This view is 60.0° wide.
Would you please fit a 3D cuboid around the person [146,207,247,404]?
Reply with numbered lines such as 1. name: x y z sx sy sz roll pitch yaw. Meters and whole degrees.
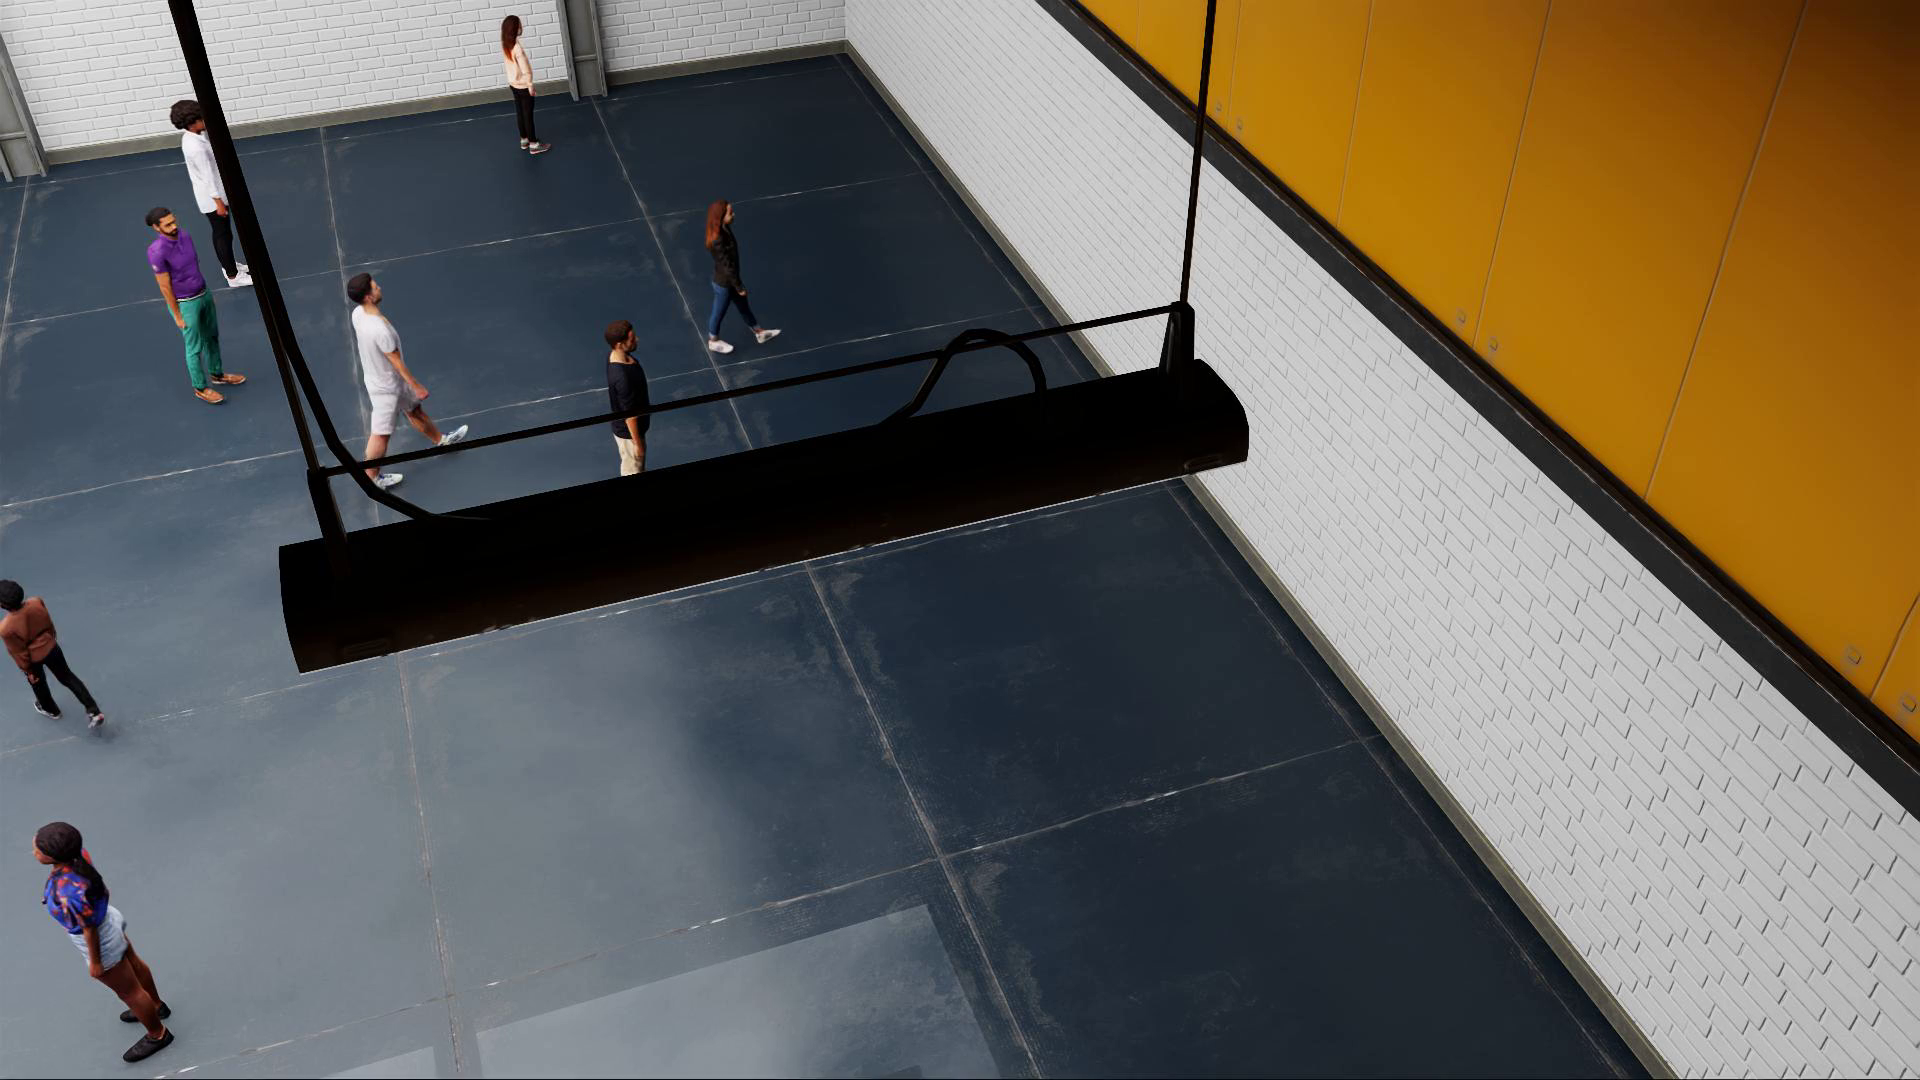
1. person: -6.465 -2.000 13.945 0.729 1.765 0.707 7 39 9

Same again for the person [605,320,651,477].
1. person: -2.479 -0.839 12.423 0.535 1.851 0.636 -11 40 -14

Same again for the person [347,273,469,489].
1. person: -4.531 -1.173 12.871 1.252 1.813 0.878 -23 44 -26

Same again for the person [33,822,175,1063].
1. person: -4.548 2.104 8.826 0.515 1.741 0.589 -14 41 -17

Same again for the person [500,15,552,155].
1. person: -4.690 -4.874 17.770 0.623 1.482 0.633 -28 47 -31

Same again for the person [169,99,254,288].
1. person: -6.955 -3.225 15.443 0.589 1.809 0.642 -18 42 -21

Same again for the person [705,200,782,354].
1. person: -2.111 -2.274 14.539 0.958 1.452 0.781 2 39 3

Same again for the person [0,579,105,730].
1. person: -5.994 0.760 10.912 0.914 1.237 0.876 18 42 22
